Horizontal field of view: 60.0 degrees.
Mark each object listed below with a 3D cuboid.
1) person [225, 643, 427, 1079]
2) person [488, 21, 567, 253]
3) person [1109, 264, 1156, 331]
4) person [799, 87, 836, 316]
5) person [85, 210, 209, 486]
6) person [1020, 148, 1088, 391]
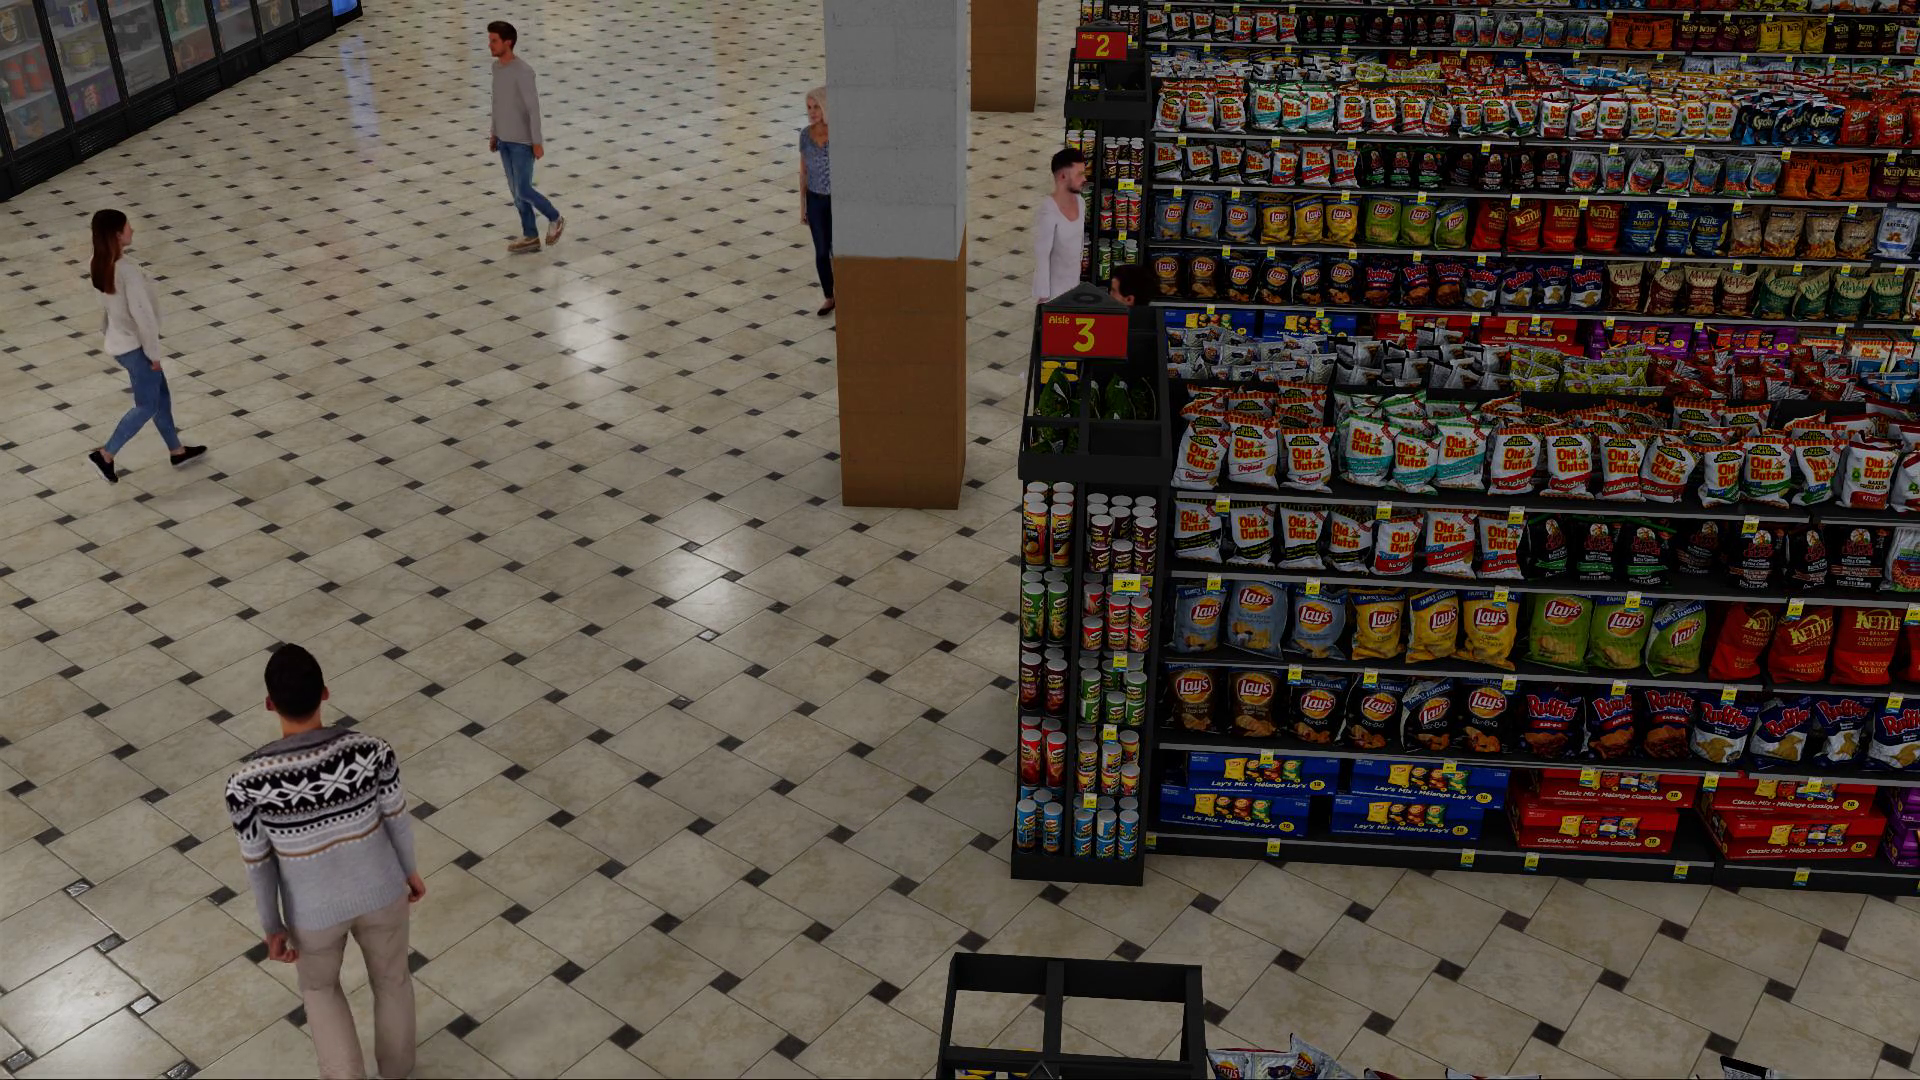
[{"bbox_3d":[-2.021,1.210,5.472,0.907,1.837,0.949,-13,31,-22],"label":"person"},{"bbox_3d":[-3.569,-3.312,13.702,0.922,1.886,0.862,-26,38,-38],"label":"person"},{"bbox_3d":[0.914,-0.543,8.670,0.572,1.849,0.664,5,29,10],"label":"person"},{"bbox_3d":[-0.958,-2.558,12.505,0.681,1.710,0.725,9,30,15],"label":"person"},{"bbox_3d":[-4.965,-1.099,9.877,1.058,1.669,1.013,19,34,31],"label":"person"},{"bbox_3d":[0.572,-1.625,10.679,0.907,1.822,0.860,19,34,31],"label":"person"}]
